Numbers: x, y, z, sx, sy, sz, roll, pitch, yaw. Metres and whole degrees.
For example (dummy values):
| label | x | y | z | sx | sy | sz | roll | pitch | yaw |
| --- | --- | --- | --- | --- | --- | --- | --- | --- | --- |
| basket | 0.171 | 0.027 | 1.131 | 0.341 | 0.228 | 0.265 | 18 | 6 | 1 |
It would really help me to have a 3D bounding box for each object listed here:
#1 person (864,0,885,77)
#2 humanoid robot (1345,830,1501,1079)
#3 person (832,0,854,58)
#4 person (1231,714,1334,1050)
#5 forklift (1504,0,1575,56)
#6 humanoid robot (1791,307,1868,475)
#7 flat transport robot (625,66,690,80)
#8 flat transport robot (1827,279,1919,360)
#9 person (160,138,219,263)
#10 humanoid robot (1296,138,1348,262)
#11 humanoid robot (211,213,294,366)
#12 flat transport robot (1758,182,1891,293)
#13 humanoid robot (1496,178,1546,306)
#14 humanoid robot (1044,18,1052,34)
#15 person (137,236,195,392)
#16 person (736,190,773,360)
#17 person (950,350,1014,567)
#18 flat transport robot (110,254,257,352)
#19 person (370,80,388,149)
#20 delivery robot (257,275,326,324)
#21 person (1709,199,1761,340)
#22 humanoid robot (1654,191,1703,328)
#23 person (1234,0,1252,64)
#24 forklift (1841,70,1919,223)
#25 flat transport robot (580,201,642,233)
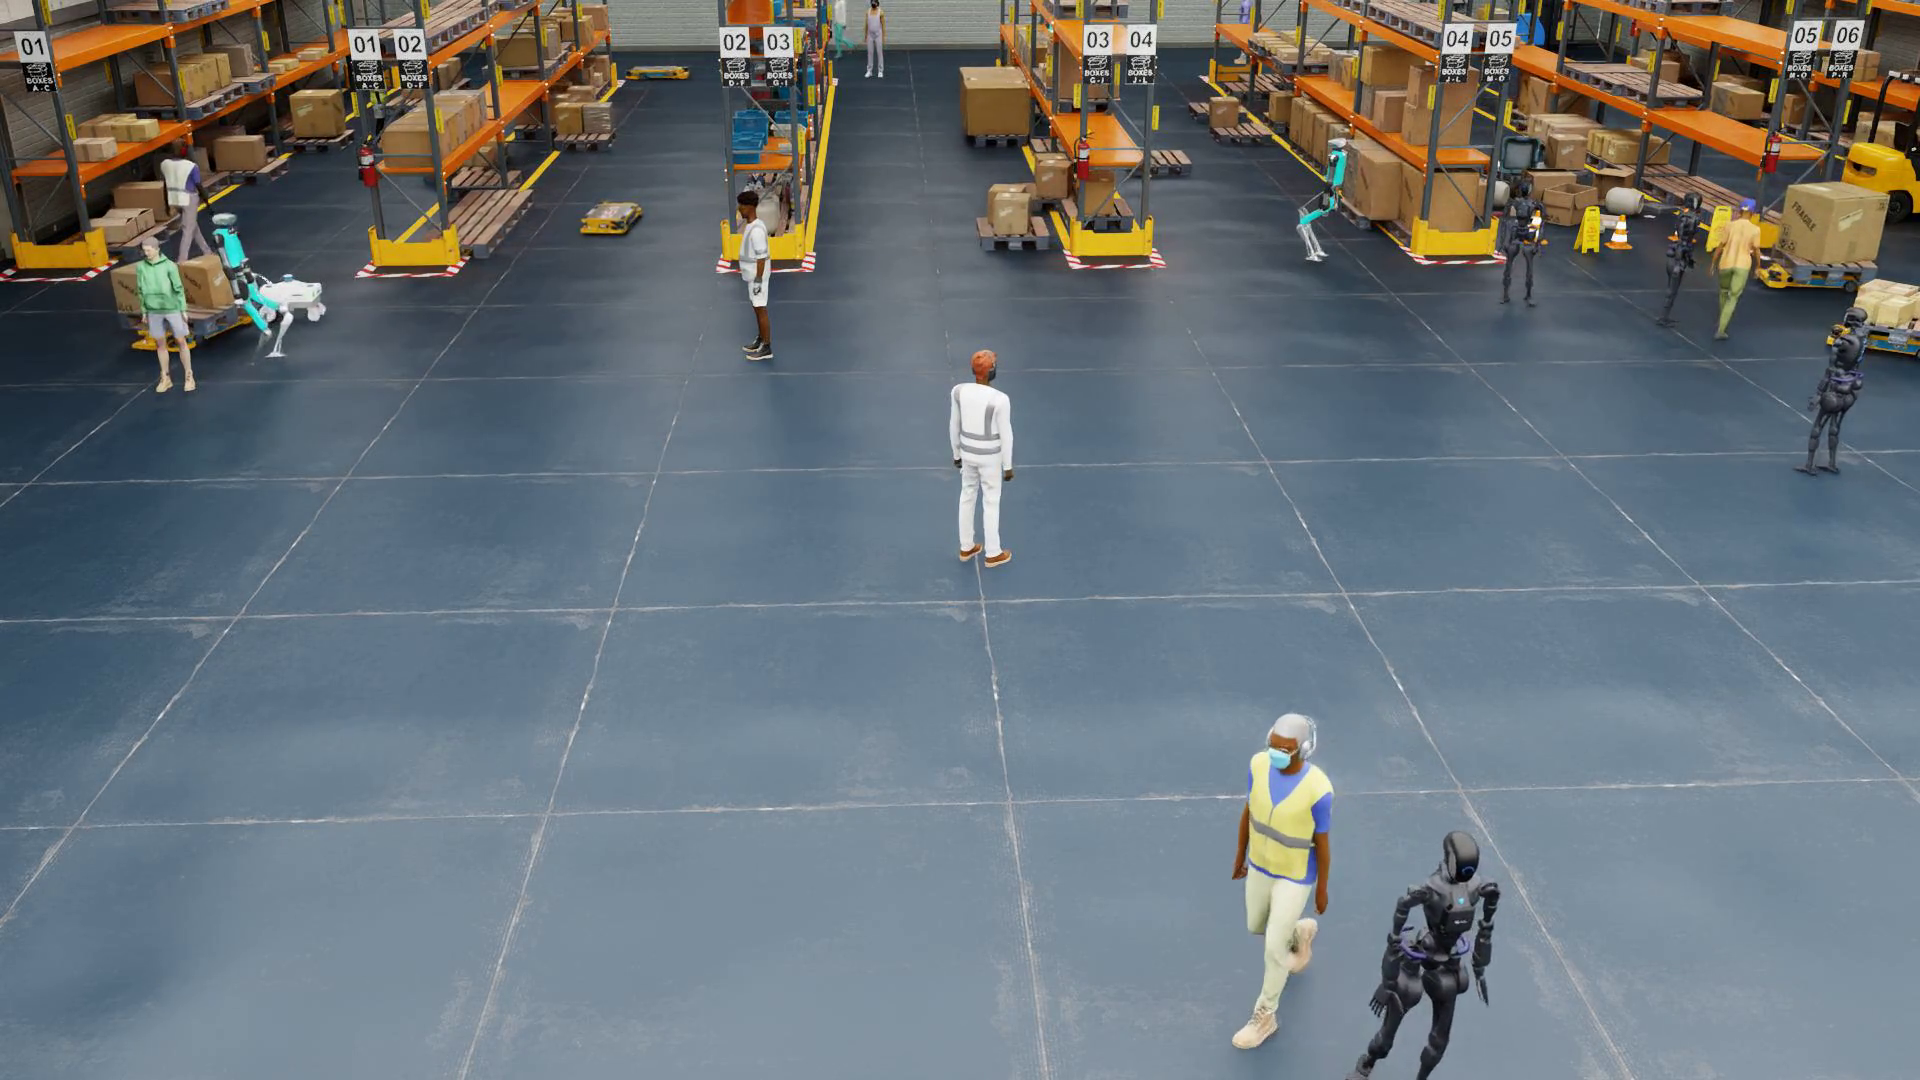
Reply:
| label | x | y | z | sx | sy | sz | roll | pitch | yaw |
| --- | --- | --- | --- | --- | --- | --- | --- | --- | --- |
| person | -2.014 | -11.840 | 39.118 | 0.512 | 1.862 | 0.383 | 5 | 25 | 12 |
| humanoid robot | 2.268 | 2.066 | 8.107 | 0.603 | 1.647 | 0.468 | -5 | 24 | -11 |
| person | -3.002 | -13.068 | 42.012 | 0.459 | 1.754 | 0.529 | -9 | 25 | -19 |
| person | 1.720 | 1.701 | 8.699 | 0.535 | 1.869 | 0.798 | 22 | 32 | 40 |
| forklift | 14.700 | -13.805 | 42.301 | 1.873 | 2.768 | 1.129 | -1 | 24 | -2 |
| humanoid robot | 8.414 | -1.440 | 15.964 | 0.587 | 1.650 | 0.358 | -16 | 28 | -31 |
| flat transport robot | -7.128 | -11.005 | 39.200 | 1.431 | 0.231 | 0.659 | -1 | 24 | -2 |
| flat transport robot | 11.172 | -2.377 | 19.814 | 1.431 | 0.231 | 0.659 | 15 | 28 | 30 |
| person | -10.724 | -4.661 | 23.070 | 0.595 | 1.792 | 0.982 | 8 | 25 | 17 |
| humanoid robot | 5.015 | -4.789 | 23.314 | 0.716 | 1.712 | 0.530 | 13 | 27 | 27 |
| humanoid robot | -8.042 | -2.853 | 19.112 | 0.840 | 1.792 | 0.544 | 1 | 24 | 2 |
| flat transport robot | 11.591 | -3.547 | 22.442 | 1.431 | 0.231 | 0.659 | 4 | 24 | 9 |
| humanoid robot | 7.219 | -3.837 | 21.362 | 0.585 | 1.640 | 0.392 | 12 | 27 | 25 |
| humanoid robot | 2.322 | -12.913 | 41.719 | 0.775 | 1.791 | 0.547 | 1 | 24 | 3 |
| person | -8.714 | -2.482 | 18.242 | 0.475 | 1.737 | 0.336 | -2 | 24 | -5 |
| person | -2.382 | -3.078 | 19.305 | 0.362 | 1.962 | 0.611 | -5 | 24 | -11 |
| person | 0.188 | -0.687 | 14.032 | 0.583 | 1.882 | 0.337 | 15 | 28 | 31 |
| flat transport robot | -9.345 | -2.587 | 20.286 | 0.659 | 0.231 | 1.431 | 6 | 25 | 13 |
| person | -10.854 | -8.188 | 31.121 | 0.320 | 1.694 | 0.533 | -5 | 24 | -11 |
| delivery robot | -8.445 | -3.033 | 20.957 | 0.814 | 0.611 | 0.499 | -2 | 24 | -4 |
| person | 9.395 | -3.301 | 20.163 | 0.516 | 1.654 | 0.900 | 17 | 29 | 33 |
| humanoid robot | 8.910 | -3.481 | 20.545 | 0.315 | 1.657 | 0.599 | 17 | 29 | 34 |
| person | 7.049 | -12.737 | 41.211 | 0.395 | 1.799 | 0.585 | 4 | 24 | 9 |
| forklift | 15.132 | -6.143 | 25.915 | 2.313 | 2.155 | 1.214 | -1 | 24 | -2 |
| flat transport robot | -5.368 | -4.967 | 25.634 | 0.659 | 0.231 | 1.431 | 1 | 24 | 1 |
